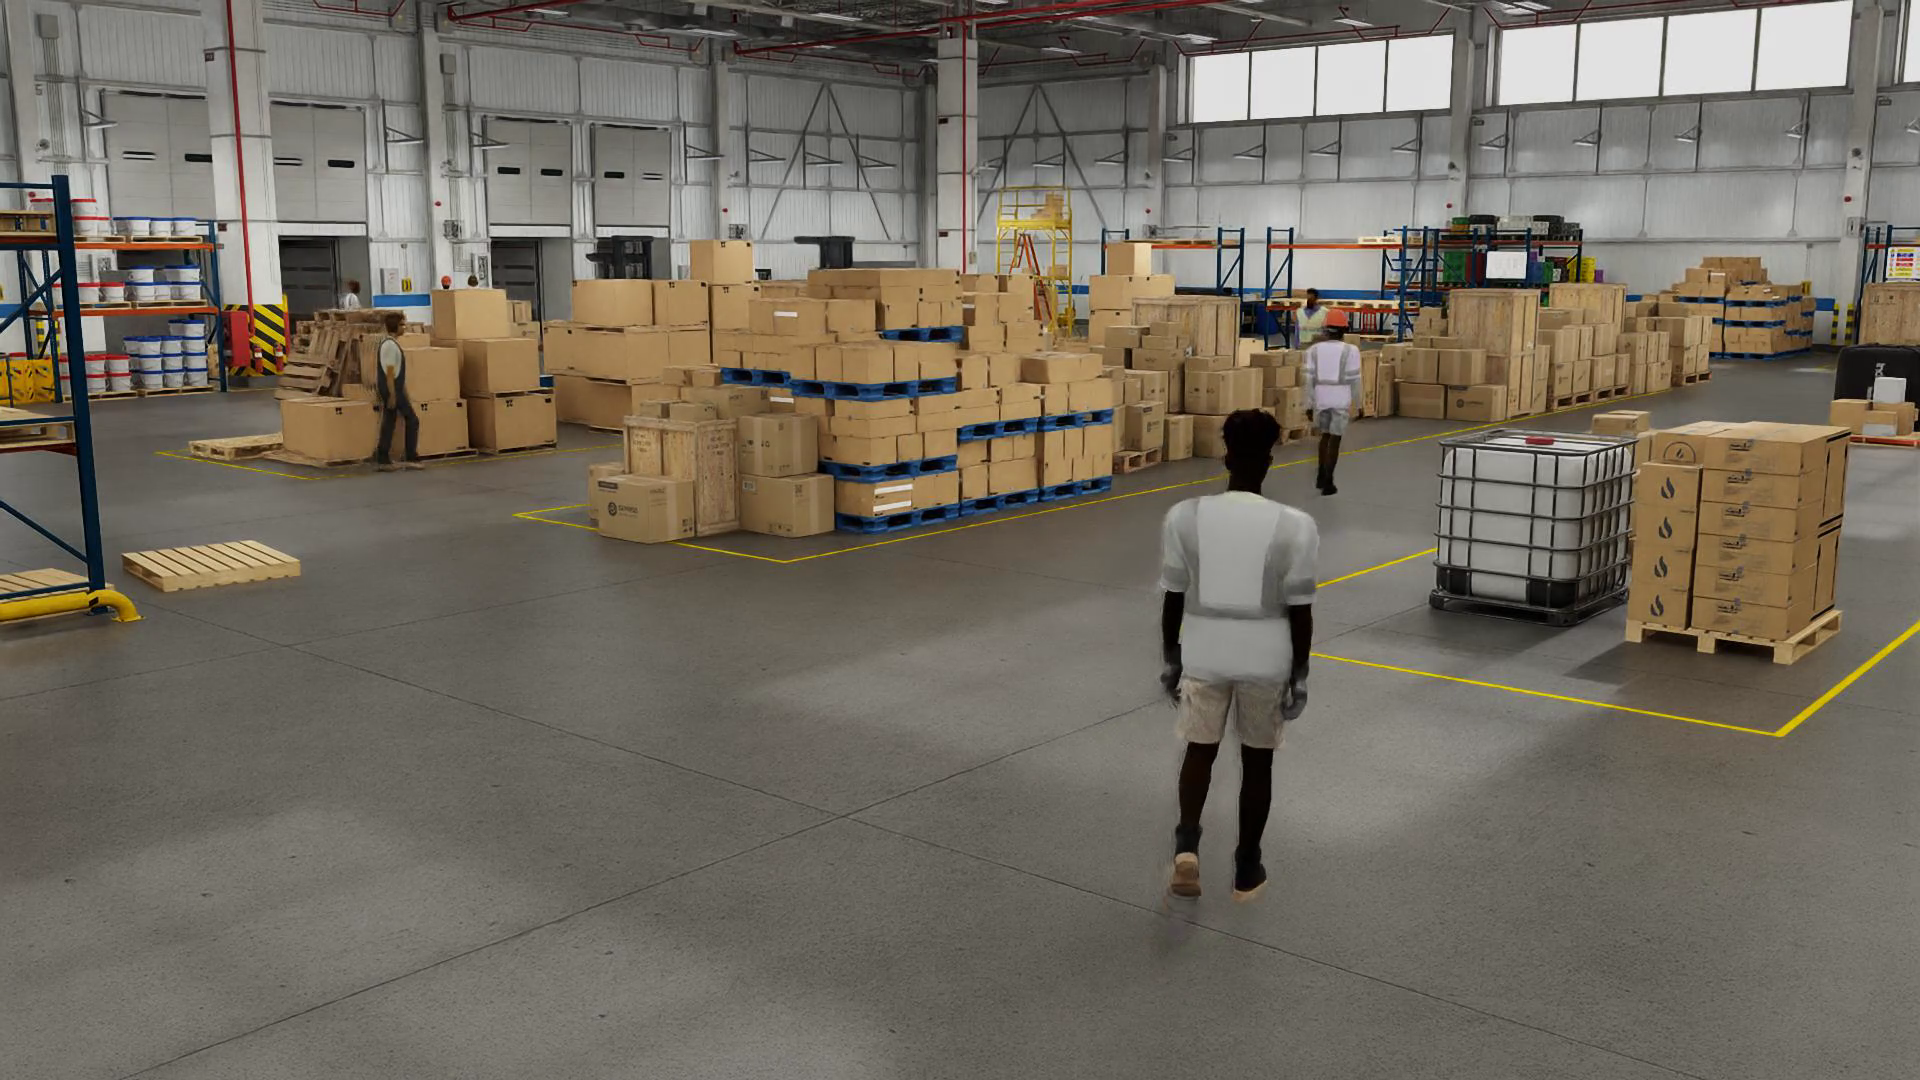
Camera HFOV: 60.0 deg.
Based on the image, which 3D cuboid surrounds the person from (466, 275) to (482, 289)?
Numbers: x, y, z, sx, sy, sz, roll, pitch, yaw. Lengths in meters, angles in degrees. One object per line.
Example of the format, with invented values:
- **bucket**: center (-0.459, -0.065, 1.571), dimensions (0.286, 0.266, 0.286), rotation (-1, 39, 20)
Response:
- **person**: center (-10.987, -5.022, 37.683), dimensions (0.627, 1.934, 0.371), rotation (-4, 11, -20)

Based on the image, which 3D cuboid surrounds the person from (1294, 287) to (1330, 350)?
- **person**: center (5.777, -3.203, 27.396), dimensions (0.618, 1.905, 0.453), rotation (7, 12, 35)

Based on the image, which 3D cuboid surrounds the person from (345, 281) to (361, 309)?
- **person**: center (-13.172, -4.726, 36.303), dimensions (0.981, 1.836, 0.589), rotation (-7, 12, -35)

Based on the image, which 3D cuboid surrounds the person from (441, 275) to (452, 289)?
- **person**: center (-11.683, -5.056, 37.892), dimensions (0.542, 1.928, 0.378), rotation (-7, 12, -35)

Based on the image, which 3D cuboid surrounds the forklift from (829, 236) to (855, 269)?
- **forklift**: center (-2.792, -5.840, 39.643), dimensions (1.873, 2.768, 1.129), rotation (2, 10, 14)

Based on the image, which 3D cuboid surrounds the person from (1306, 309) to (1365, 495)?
- **person**: center (3.908, -1.431, 17.277), dimensions (0.554, 1.917, 0.583), rotation (7, 12, 36)

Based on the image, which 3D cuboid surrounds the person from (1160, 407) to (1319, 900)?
- **person**: center (1.044, 0.470, 6.357), dimensions (0.604, 1.953, 0.591), rotation (4, 11, 21)

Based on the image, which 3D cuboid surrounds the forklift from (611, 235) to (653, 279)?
- **forklift**: center (-7.324, -5.453, 37.442), dimensions (1.873, 2.768, 1.129), rotation (8, 13, 40)

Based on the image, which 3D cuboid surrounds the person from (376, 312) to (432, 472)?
- **person**: center (-6.366, -1.679, 18.981), dimensions (0.737, 1.821, 0.532), rotation (-5, 11, -28)

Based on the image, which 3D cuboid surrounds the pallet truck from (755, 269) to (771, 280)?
- **pallet truck**: center (-4.996, -6.432, 45.525), dimensions (1.885, 1.965, 0.823), rotation (-6, 12, -32)
